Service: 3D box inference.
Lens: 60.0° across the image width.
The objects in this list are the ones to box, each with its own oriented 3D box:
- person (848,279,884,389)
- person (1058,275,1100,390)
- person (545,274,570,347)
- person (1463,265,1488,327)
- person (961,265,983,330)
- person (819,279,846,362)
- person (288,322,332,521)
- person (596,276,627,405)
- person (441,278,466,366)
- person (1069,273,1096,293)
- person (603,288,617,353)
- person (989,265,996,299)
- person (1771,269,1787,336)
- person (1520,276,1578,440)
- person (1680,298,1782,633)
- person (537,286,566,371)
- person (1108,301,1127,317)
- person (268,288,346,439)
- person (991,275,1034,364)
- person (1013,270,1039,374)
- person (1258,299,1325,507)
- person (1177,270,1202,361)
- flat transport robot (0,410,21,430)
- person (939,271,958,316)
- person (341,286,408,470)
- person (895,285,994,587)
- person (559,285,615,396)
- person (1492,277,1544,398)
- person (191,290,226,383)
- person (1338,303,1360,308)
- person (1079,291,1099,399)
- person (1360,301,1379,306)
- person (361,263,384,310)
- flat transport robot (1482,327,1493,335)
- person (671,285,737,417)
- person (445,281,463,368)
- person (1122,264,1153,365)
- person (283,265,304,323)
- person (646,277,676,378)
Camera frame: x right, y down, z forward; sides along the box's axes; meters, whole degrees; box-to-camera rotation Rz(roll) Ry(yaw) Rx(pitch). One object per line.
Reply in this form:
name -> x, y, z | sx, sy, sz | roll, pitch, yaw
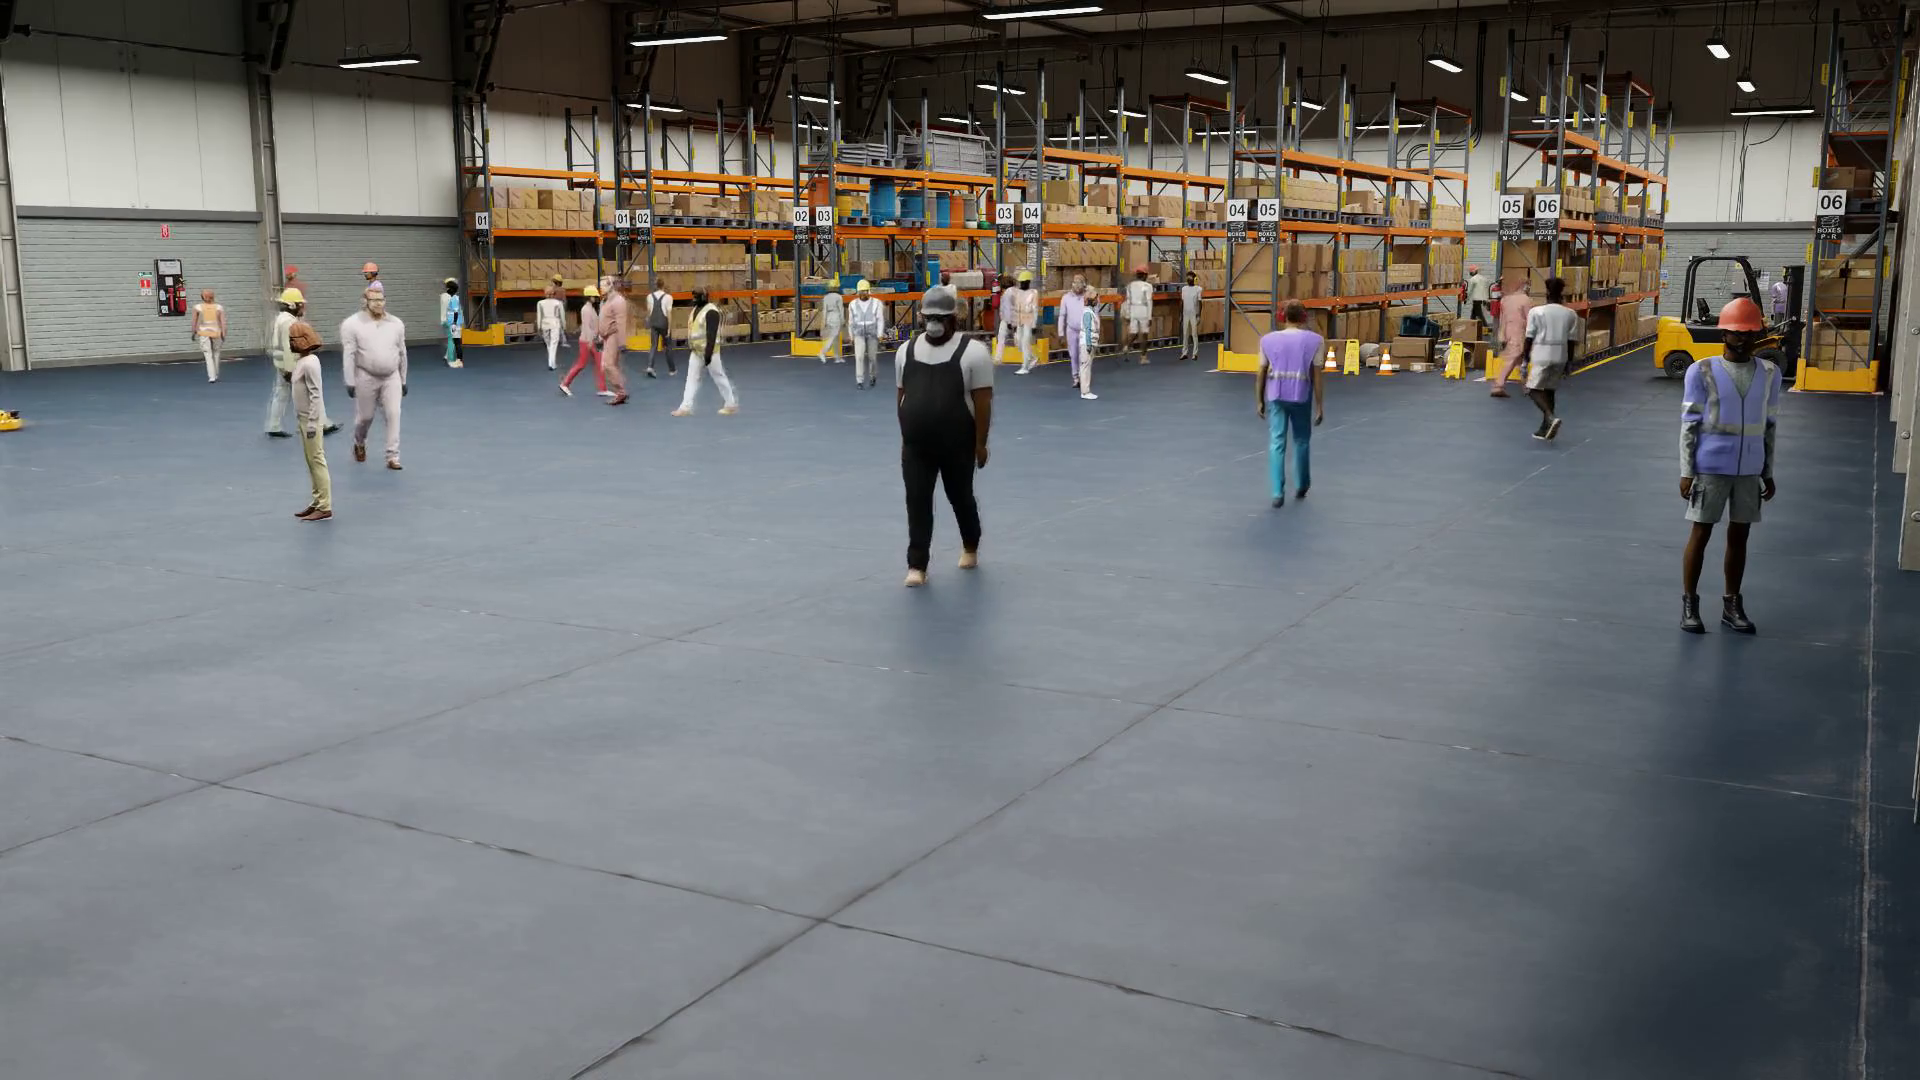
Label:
person -> -1.546, -3.397, 27.437 | 0.594, 1.803, 0.807 | 0, 10, 1
person -> 1.928, -3.387, 27.216 | 0.672, 1.852, 0.997 | 3, 10, 15
person -> -9.643, -5.472, 39.745 | 0.528, 1.748, 0.678 | 5, 11, 26
person -> 14.614, -6.810, 47.112 | 0.634, 1.914, 1.018 | -9, 13, -44
person -> 0.406, -7.043, 48.473 | 0.828, 1.913, 0.552 | -6, 11, -32
person -> -2.613, -4.448, 33.816 | 0.484, 1.718, 0.751 | 9, 13, 43
person -> -5.377, -0.973, 13.727 | 0.276, 1.633, 0.507 | -5, 11, -29
person -> -5.094, -2.901, 24.286 | 0.468, 1.892, 0.664 | -5, 11, -27
person -> -10.107, -4.339, 33.100 | 0.521, 1.746, 0.401 | 9, 13, 43
person -> 2.477, -4.536, 34.026 | 0.655, 1.823, 0.472 | 5, 11, 29
person -> -6.317, -3.768, 30.153 | 0.503, 1.612, 0.421 | 4, 11, 24
person -> 1.179, -7.742, 52.533 | 0.551, 1.914, 0.447 | 1, 10, 7
person -> 18.319, -5.077, 36.935 | 0.589, 1.920, 0.398 | 1, 10, 5
person -> 6.931, -2.114, 19.515 | 0.626, 1.943, 0.719 | -1, 10, -8
person -> 4.442, -0.420, 9.600 | 0.551, 1.936, 0.356 | 0, 10, 1
person -> -7.820, -4.044, 31.795 | 0.525, 1.605, 0.822 | 0, 10, 2
person -> 4.091, -6.038, 42.746 | 0.650, 1.865, 0.985 | 7, 12, 35
person -> -7.849, -2.094, 19.822 | 0.922, 1.784, 0.618 | -6, 11, -32
person -> 1.066, -4.437, 33.547 | 0.956, 1.801, 0.625 | 5, 11, 29
person -> 1.232, -4.016, 30.715 | 0.496, 1.914, 0.613 | -7, 12, -36
person -> 2.930, -1.222, 14.713 | 0.590, 1.793, 0.979 | 3, 10, 17
person -> 4.806, -4.682, 34.737 | 0.513, 1.876, 0.328 | 7, 12, 35
flat transport robot -> -12.504, -1.474, 20.641 | 1.431, 0.197, 0.652 | -5, 11, -25
person -> -0.299, -5.152, 37.620 | 0.587, 1.842, 0.984 | 8, 13, 40
person -> -6.035, -1.678, 17.154 | 0.651, 1.879, 0.832 | -7, 12, -34
person -> -0.101, -0.751, 11.239 | 0.689, 2.000, 0.970 | 3, 10, 17
person -> -5.823, -3.087, 25.827 | 0.852, 1.738, 0.538 | 1, 10, 5
person -> 8.658, -3.119, 25.660 | 1.012, 1.853, 0.644 | -2, 10, -9
person -> -12.995, -3.522, 28.773 | 0.529, 1.593, 0.881 | -7, 12, -35
person -> 10.338, -6.240, 44.029 | 0.541, 1.822, 0.962 | 9, 13, 41
person -> 1.978, -2.972, 25.407 | 0.314, 1.641, 0.515 | 2, 10, 11
person -> 10.675, -6.164, 43.329 | 0.595, 1.904, 0.445 | 6, 11, 32
person -> -11.583, -4.444, 32.852 | 0.378, 2.044, 0.607 | -8, 12, -38
flat transport robot -> 14.121, -5.795, 45.943 | 0.652, 0.197, 1.431 | -2, 10, -12
person -> -3.452, -2.567, 22.626 | 0.976, 1.794, 0.633 | -8, 12, -38
person -> -9.871, -4.203, 32.450 | 0.316, 1.695, 0.542 | -3, 10, -18
person -> 3.540, -4.476, 33.091 | 0.617, 2.025, 0.725 | 7, 12, 35
person -> -14.458, -4.940, 35.918 | 0.634, 1.971, 0.720 | 5, 11, 28
person -> -5.414, -3.822, 29.942 | 0.500, 1.805, 0.853 | 1, 10, 6
